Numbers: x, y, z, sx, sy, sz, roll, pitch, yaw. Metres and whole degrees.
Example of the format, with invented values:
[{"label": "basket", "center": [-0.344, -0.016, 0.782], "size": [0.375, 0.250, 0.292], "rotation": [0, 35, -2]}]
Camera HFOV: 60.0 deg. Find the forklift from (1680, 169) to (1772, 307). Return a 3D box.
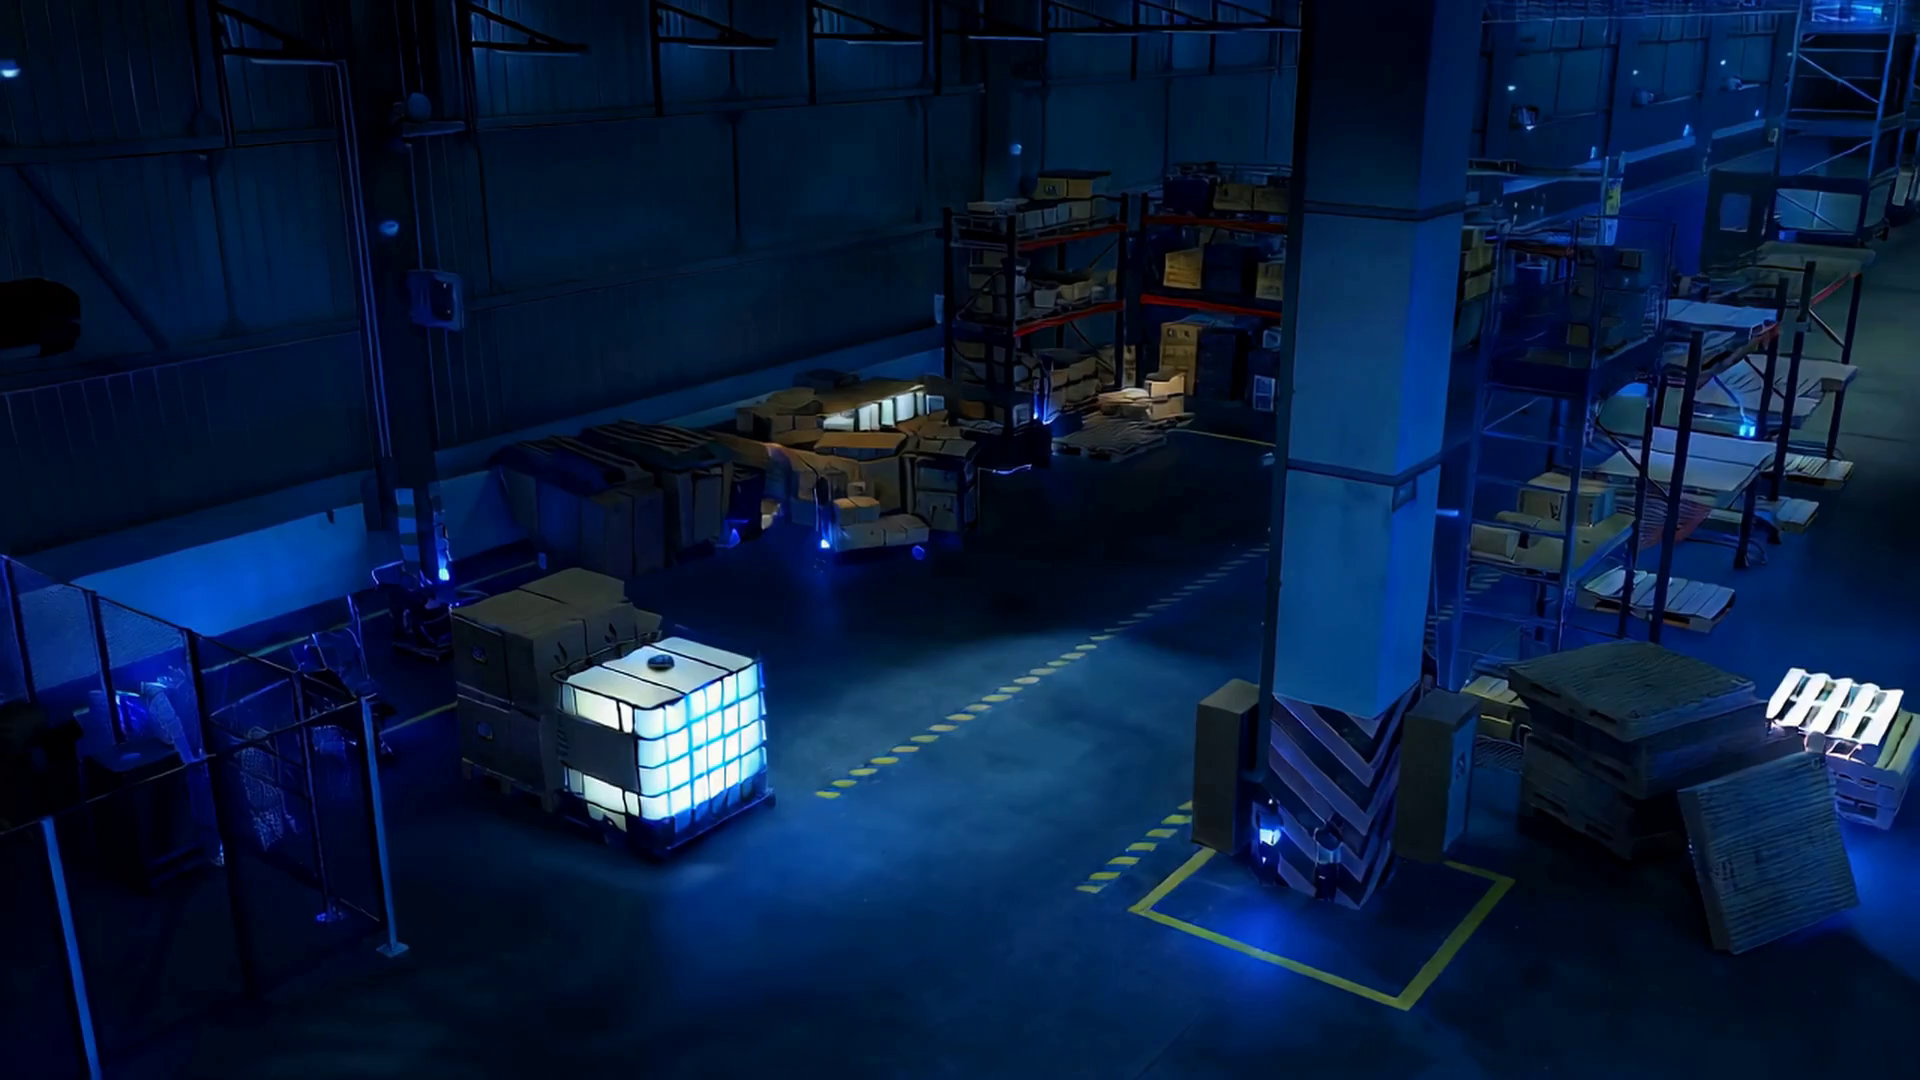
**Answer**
[{"label": "forklift", "center": [13.427, -5.032, 29.020], "size": [1.129, 2.768, 1.873], "rotation": [13, 22, 34]}]
